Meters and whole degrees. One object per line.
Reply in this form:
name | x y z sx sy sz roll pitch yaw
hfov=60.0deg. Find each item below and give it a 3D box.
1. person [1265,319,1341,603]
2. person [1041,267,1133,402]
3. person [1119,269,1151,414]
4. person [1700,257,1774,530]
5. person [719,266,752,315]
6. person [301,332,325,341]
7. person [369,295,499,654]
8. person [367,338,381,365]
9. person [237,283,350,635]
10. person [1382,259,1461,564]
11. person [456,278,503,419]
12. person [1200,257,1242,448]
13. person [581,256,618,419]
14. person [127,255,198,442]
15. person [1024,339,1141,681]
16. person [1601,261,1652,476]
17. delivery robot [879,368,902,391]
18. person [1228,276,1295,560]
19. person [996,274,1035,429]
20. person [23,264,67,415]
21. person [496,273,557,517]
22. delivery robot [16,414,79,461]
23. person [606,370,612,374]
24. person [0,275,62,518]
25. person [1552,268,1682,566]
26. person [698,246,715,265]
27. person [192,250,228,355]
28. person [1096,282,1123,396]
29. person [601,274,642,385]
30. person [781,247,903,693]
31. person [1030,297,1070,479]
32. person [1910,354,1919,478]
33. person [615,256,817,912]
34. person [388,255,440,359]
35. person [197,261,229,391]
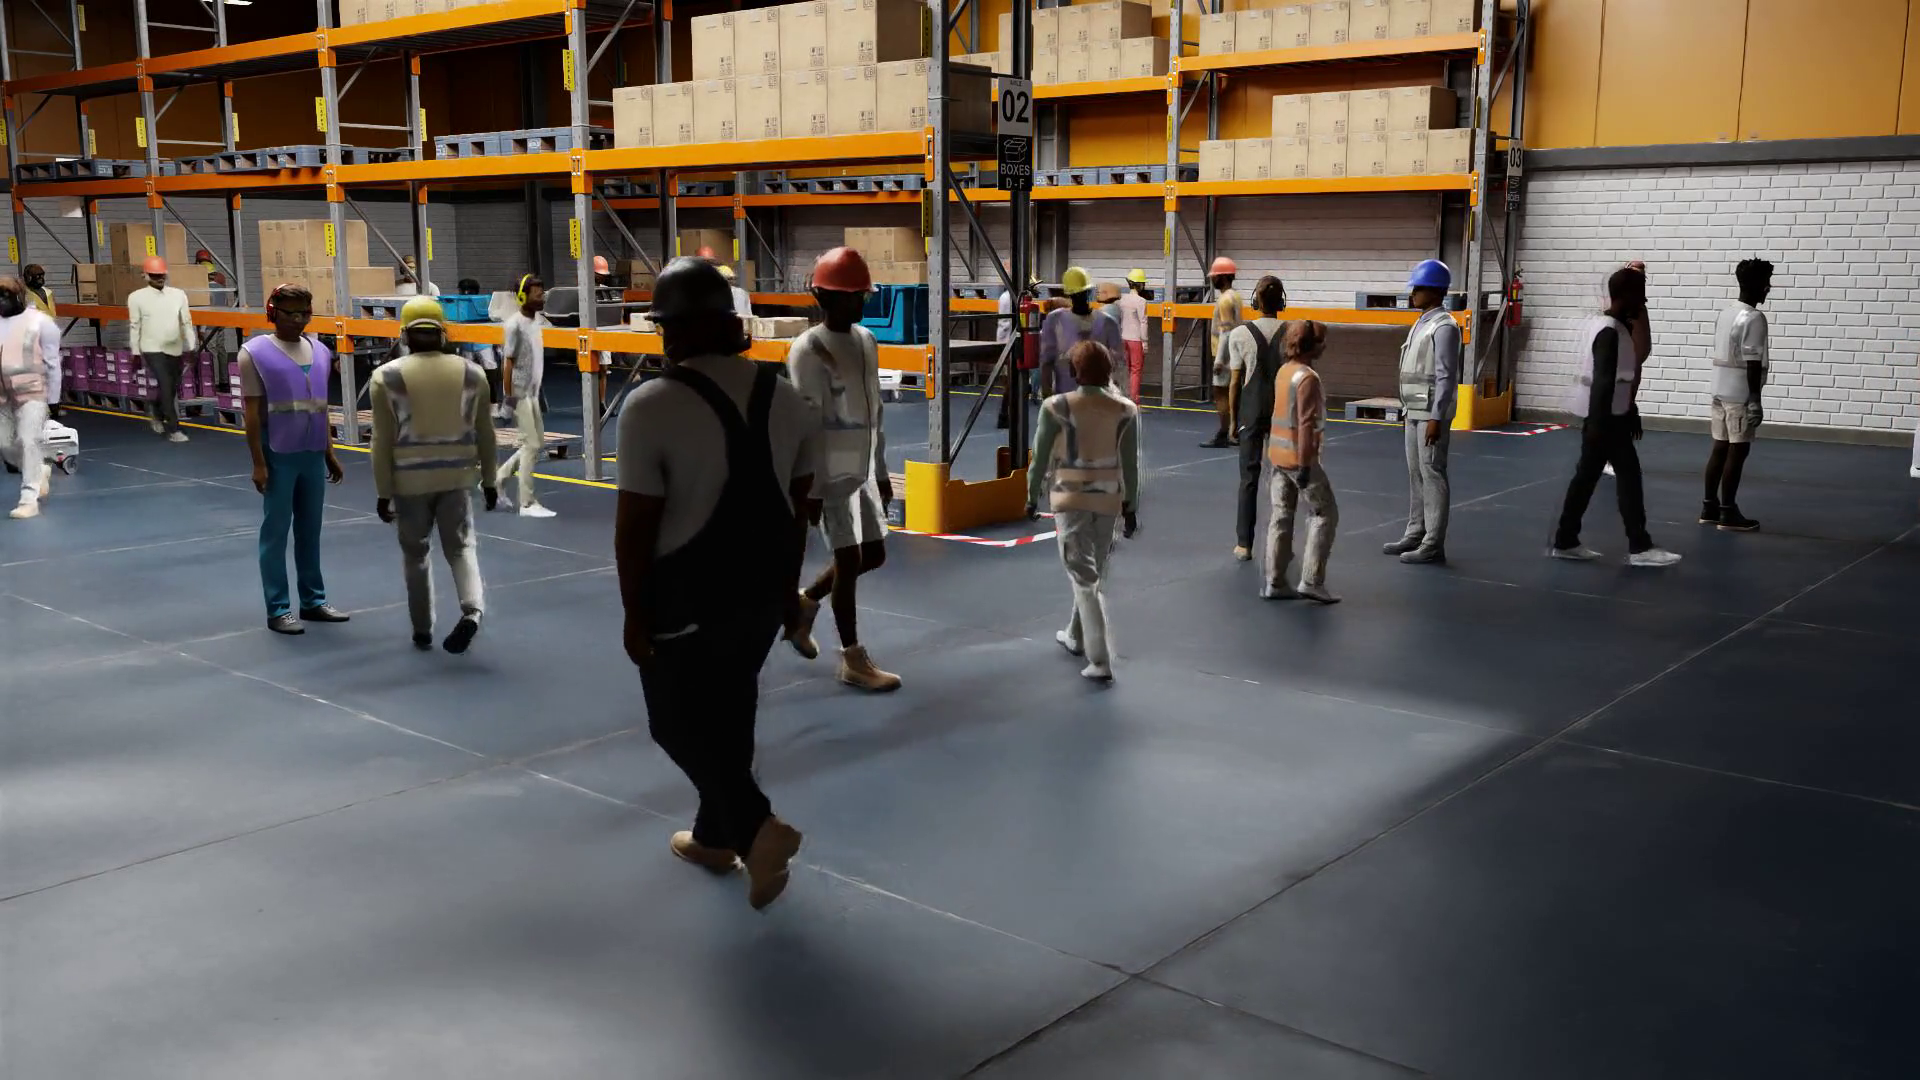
person | 1.991 -0.444 9.495 0.528 1.621 0.527 -2 10 -11
person | 0.957 -1.130 12.709 0.717 1.882 0.804 -2 10 -13
person | 2.150 -2.434 20.424 0.317 1.767 0.535 -5 11 -28
person | 5.615 -1.047 11.993 0.372 1.958 0.599 1 10 4
person | -3.056 -2.691 21.833 0.907 1.781 0.638 8 13 37
person | -9.090 -2.999 22.986 0.611 1.995 0.380 -7 12 -34
person | -2.564 -0.302 8.199 0.627 1.801 0.756 -6 11 -30
person | -10.165 -3.849 28.856 0.269 1.631 0.507 -7 12 -35
person | -3.552 -0.437 8.845 0.388 1.837 0.564 5 11 24
person | 3.014 -0.826 10.742 0.380 1.950 0.605 -1 10 -4
person | -5.708 -2.277 19.790 0.593 1.681 0.392 2 10 9
person | 2.666 -1.894 16.868 0.375 1.935 0.555 4 11 19
person | -4.303 -2.400 19.769 0.368 1.929 0.542 7 12 34
person | -8.466 -2.032 17.595 0.921 1.955 0.620 9 13 40
person | 0.595 -0.157 7.956 0.513 1.594 0.851 -4 11 -22
person | 5.963 -1.532 14.891 0.403 1.904 0.651 9 13 40
delivery robot | -1.123 -2.118 21.803 0.707 0.478 0.477 -2 10 -12
person | 1.984 -0.780 10.777 0.507 1.846 0.345 1 10 8
person | 0.595 -2.128 18.360 0.623 1.900 0.609 8 12 37
person | -11.035 -2.382 19.935 0.429 1.836 0.620 2 10 10
person | -3.346 -1.077 12.503 0.620 1.838 0.545 2 10 9
delivery robot | -8.223 -0.913 14.939 0.707 0.478 0.477 9 13 41
person | -5.744 -3.480 26.745 0.342 1.620 0.510 6 12 30
person | -7.117 -1.095 12.622 0.643 1.826 0.624 0 10 0
person | 4.270 -0.776 10.632 0.889 1.881 0.617 4 11 23
person | -3.778 -3.351 24.853 0.608 2.044 0.371 -8 13 -39
person | -11.981 -3.613 26.480 0.612 1.995 0.392 -7 12 -36
person | 1.795 -2.264 19.870 0.421 1.617 0.516 6 12 32
person | -5.124 -3.100 24.516 0.868 1.658 0.537 4 11 20
person | -0.577 -0.324 7.652 0.687 2.028 0.629 5 11 28
person | 0.838 -1.279 14.277 0.531 1.616 0.697 -8 13 -38
person | 8.620 -1.472 14.649 0.328 1.872 0.509 6 12 30
person | -0.715 0.118 5.108 0.793 2.000 0.691 9 14 43
person | -6.437 -2.376 19.602 0.633 1.939 0.368 -2 10 -13
person | -10.667 -3.038 23.673 0.404 1.833 0.592 1 10 6
